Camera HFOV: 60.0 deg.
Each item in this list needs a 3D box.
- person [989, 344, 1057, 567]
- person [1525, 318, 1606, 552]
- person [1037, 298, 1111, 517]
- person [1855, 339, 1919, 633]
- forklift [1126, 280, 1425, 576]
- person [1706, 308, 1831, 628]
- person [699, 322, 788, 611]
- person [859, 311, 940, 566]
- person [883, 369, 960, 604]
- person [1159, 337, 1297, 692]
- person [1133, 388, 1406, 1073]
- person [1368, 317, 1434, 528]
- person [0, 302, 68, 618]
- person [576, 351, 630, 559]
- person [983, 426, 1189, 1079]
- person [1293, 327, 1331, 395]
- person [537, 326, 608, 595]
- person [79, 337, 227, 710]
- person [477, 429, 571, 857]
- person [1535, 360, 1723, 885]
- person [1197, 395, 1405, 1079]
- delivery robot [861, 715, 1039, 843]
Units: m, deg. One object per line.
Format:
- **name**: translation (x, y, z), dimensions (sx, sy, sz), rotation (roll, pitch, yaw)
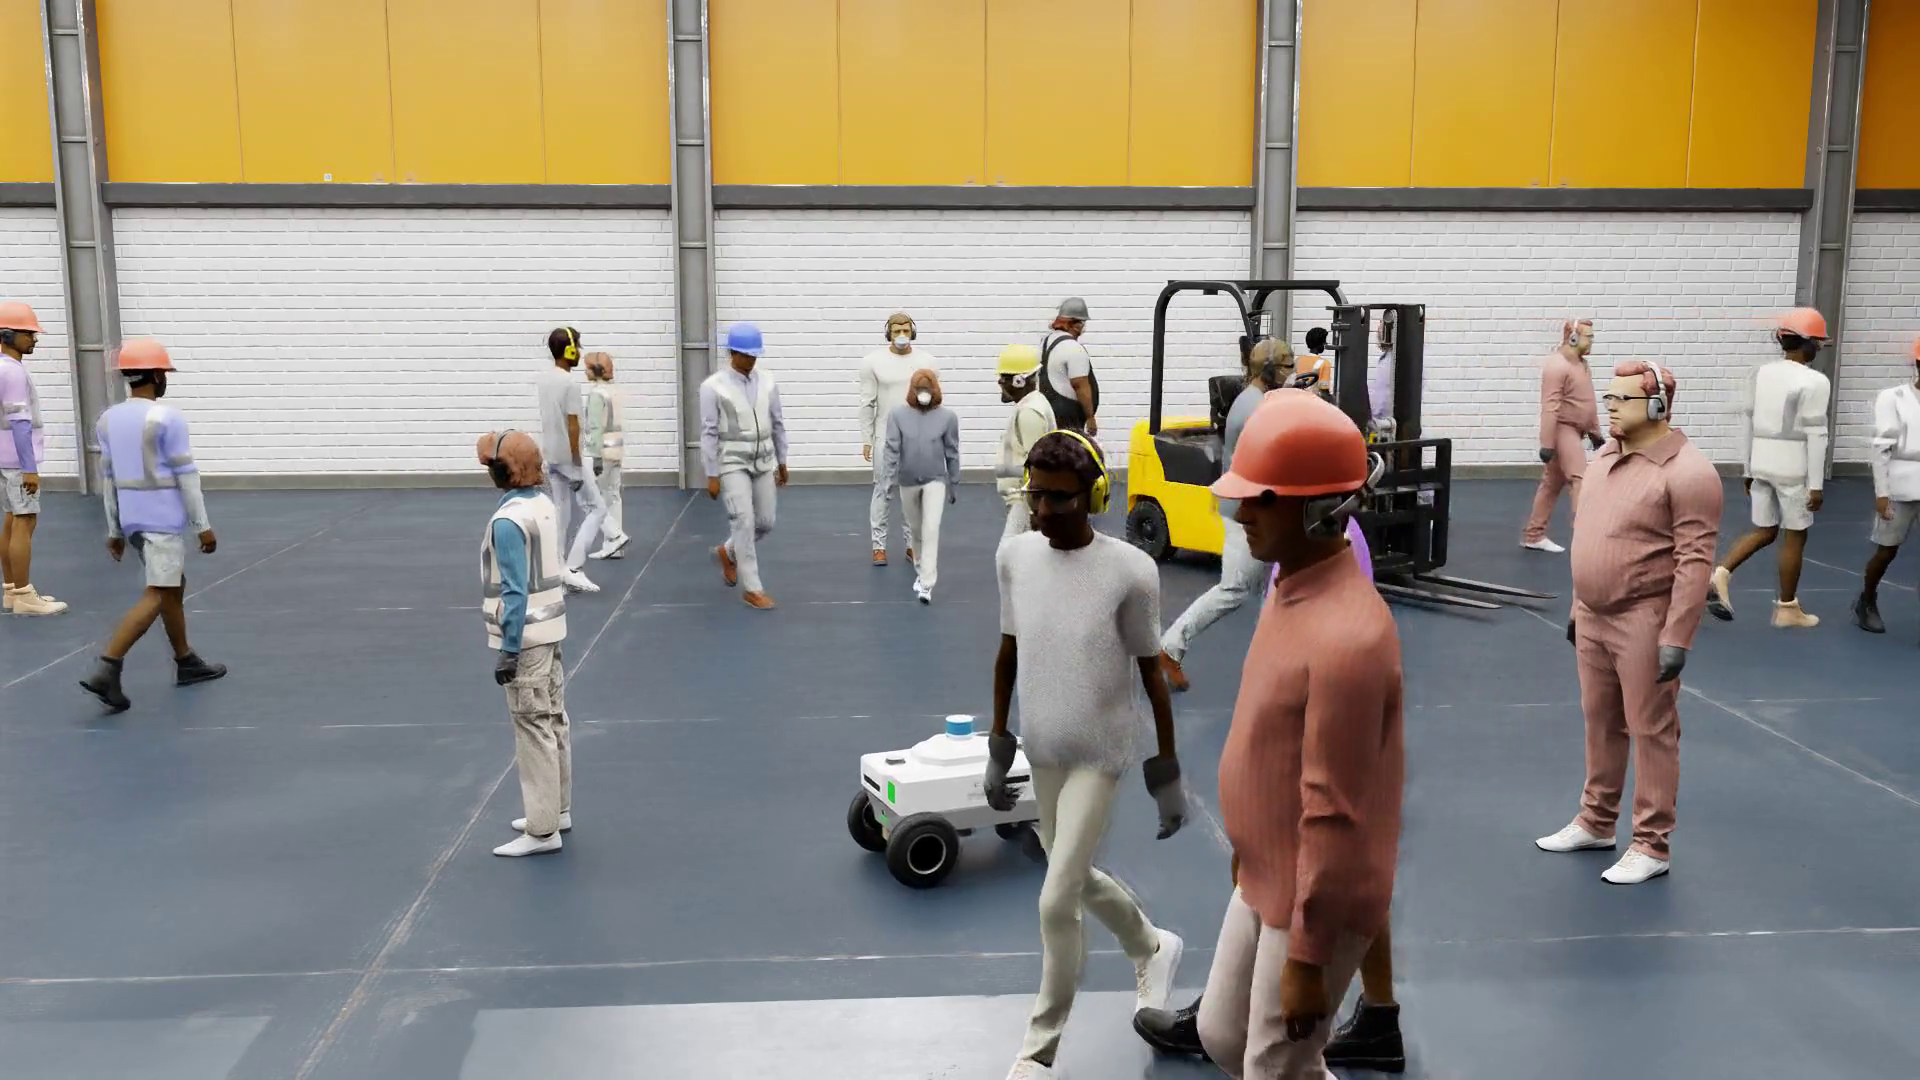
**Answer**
- **person**: translation (0.386, -0.242, 9.797), dimensions (0.447, 1.810, 0.650), rotation (1, 9, 4)
- **person**: translation (4.882, -0.794, 13.079), dimensions (0.880, 1.875, 0.663), rotation (6, 11, 31)
- **person**: translation (1.079, -1.159, 14.833), dimensions (0.806, 2.000, 0.705), rotation (-3, 10, -18)
- **person**: translation (5.713, -0.310, 9.968), dimensions (0.556, 1.898, 0.923), rotation (1, 9, 8)
- **forklift**: translation (2.301, -0.860, 12.475), dimensions (1.214, 2.155, 2.313), rotation (-6, 11, -35)
- **person**: translation (5.047, -0.424, 10.340), dimensions (0.720, 2.027, 0.641), rotation (-3, 9, -16)
- **person**: translation (-1.480, -0.501, 11.107), dimensions (0.655, 1.911, 0.709), rotation (-8, 12, -41)
- **person**: translation (-0.453, -0.772, 12.729), dimensions (0.628, 1.939, 0.375), rotation (-2, 9, -14)
- **person**: translation (-0.258, -0.378, 11.371), dimensions (0.501, 1.578, 0.894), rotation (1, 9, 6)
- **person**: translation (1.459, -0.118, 8.757), dimensions (0.914, 1.906, 0.627), rotation (2, 9, 12)
- **person**: translation (0.873, 0.535, 4.629), dimensions (0.869, 1.899, 0.572), rotation (3, 10, 18)
- **person**: translation (3.780, -1.004, 14.405), dimensions (0.924, 1.873, 0.655), rotation (0, 9, -1)
- **person**: translation (-6.099, -0.521, 10.830), dimensions (0.386, 2.039, 0.615), rotation (-8, 12, -39)
- **person**: translation (-2.776, -0.642, 12.865), dimensions (0.370, 1.624, 0.541), rotation (1, 9, 4)
- **person**: translation (0.377, 0.582, 4.593), dimensions (0.575, 1.834, 0.869), rotation (7, 12, 39)
- **person**: translation (3.580, -1.314, 16.906), dimensions (0.318, 1.691, 0.529), rotation (-5, 10, -29)
- **person**: translation (-2.682, -0.535, 11.472), dimensions (0.475, 1.856, 0.524), rotation (-9, 13, -43)
- **person**: translation (-4.245, -0.098, 8.630), dimensions (0.553, 1.906, 0.924), rotation (4, 10, 26)
- **person**: translation (-1.662, 0.391, 6.369), dimensions (0.314, 1.636, 0.516), rotation (0, 9, 1)
- **person**: translation (2.444, 0.296, 6.117), dimensions (0.405, 1.911, 0.636), rotation (-3, 9, -16)
- **person**: translation (0.704, 0.698, 3.342), dimensions (0.520, 1.980, 0.642), rotation (0, 9, 1)
- **delivery robot**: translation (0.000, 0.902, 6.252), dimensions (0.707, 0.478, 0.477), rotation (-4, 10, -23)
